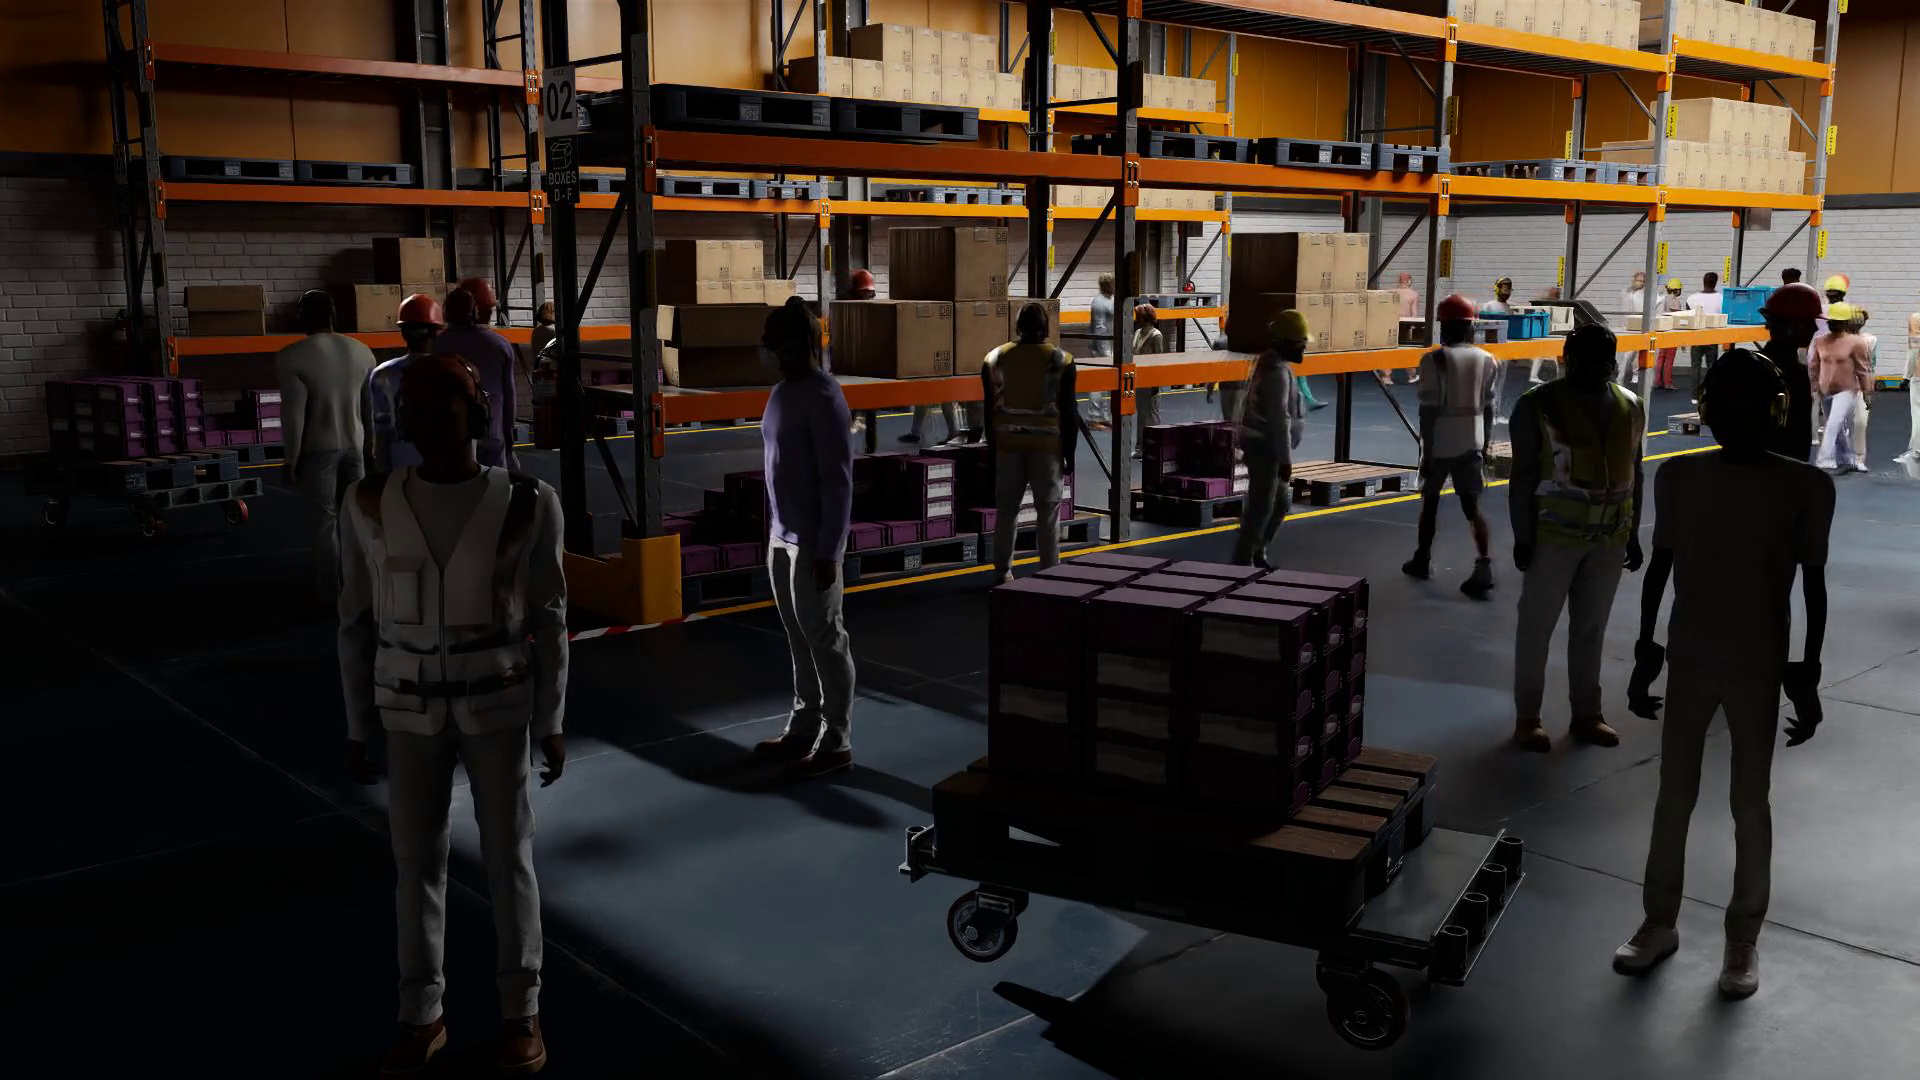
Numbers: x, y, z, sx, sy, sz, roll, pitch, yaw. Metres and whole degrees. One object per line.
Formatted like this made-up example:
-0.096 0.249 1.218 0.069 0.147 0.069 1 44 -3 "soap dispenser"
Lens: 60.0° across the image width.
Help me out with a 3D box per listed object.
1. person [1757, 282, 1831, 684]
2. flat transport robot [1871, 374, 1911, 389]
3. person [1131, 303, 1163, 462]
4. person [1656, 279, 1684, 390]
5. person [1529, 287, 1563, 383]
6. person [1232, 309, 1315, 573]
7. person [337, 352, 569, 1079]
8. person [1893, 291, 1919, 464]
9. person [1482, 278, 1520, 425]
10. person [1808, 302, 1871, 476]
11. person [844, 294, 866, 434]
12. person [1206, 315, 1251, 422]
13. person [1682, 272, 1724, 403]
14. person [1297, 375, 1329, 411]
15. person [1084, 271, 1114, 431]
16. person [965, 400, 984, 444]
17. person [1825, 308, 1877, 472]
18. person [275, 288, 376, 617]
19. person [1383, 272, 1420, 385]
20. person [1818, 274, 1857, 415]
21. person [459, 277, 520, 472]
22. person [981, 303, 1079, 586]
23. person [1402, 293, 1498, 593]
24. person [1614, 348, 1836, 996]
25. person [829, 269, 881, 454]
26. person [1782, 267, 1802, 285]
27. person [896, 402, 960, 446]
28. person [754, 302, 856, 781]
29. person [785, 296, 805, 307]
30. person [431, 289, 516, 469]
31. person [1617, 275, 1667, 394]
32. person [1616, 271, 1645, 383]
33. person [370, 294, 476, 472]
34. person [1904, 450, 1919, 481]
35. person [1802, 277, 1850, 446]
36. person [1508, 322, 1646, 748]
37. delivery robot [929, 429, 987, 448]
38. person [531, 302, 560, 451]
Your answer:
4.088 -0.288 8.359 0.396 1.992 0.622 0 10 1 "person"
14.893 -2.529 26.518 1.431 0.197 0.652 1 10 8 "flat transport robot"
1.934 -1.627 17.244 0.314 1.639 0.514 -4 10 -22 "person"
11.307 -3.265 26.462 0.313 1.769 0.523 -1 10 -8 "person"
9.928 -3.400 27.717 0.841 1.592 0.527 0 10 3 "person"
1.998 -0.588 10.709 0.536 1.790 0.612 2 10 10 "person"
-1.299 0.463 4.295 0.575 1.883 0.355 -1 10 -7 "person"
9.867 -1.723 16.959 0.587 1.927 0.364 -3 10 -15 "person"
6.837 -2.371 21.069 0.545 1.876 0.541 -4 10 -22 "person"
8.326 -1.407 15.781 0.996 1.701 0.546 -5 11 -29 "person"
-1.229 -2.100 19.869 0.653 1.673 0.557 -9 13 -44 "person"
2.733 -1.496 16.626 0.513 1.588 0.835 5 11 28 "person"
10.791 -2.922 24.077 0.632 1.896 0.490 4 11 23 "person"
4.540 -2.576 22.586 0.933 1.715 0.531 2 10 11 "person"
1.755 -2.307 20.377 0.478 1.935 0.696 2 10 13 "person"
0.317 -1.318 14.646 0.701 1.913 0.553 6 11 32 "person"
8.778 -1.473 16.411 0.518 1.612 0.692 2 10 11 "person"
-3.729 -0.513 9.845 0.354 1.936 0.635 7 12 35 "person"
7.296 -3.482 27.465 0.655 1.853 0.988 8 12 39 "person"
11.486 -2.546 21.924 0.545 1.892 1.012 3 10 17 "person"
-3.353 -0.855 11.711 0.449 1.975 0.649 0 10 -3 "person"
0.451 -0.582 10.571 0.622 1.835 0.430 3 10 16 "person"
3.178 -0.621 10.624 0.561 1.895 0.978 -2 10 -11 "person"
2.219 0.379 4.826 0.530 1.869 0.311 7 12 37 "person"
-1.000 -1.619 16.153 0.624 2.014 0.976 -3 10 -19 "person"
11.690 -2.879 23.612 0.362 1.963 0.613 1 10 8 "person"
-0.364 -1.901 18.400 0.870 1.783 0.617 0 10 -2 "person"
-0.632 0.006 6.803 0.366 1.938 0.630 -5 11 -25 "person"
-1.863 -1.886 18.620 0.533 1.687 0.320 9 13 42 "person"
-3.324 -0.736 11.262 0.636 1.902 0.406 -7 12 -34 "person"
10.516 -3.194 25.603 0.630 1.915 0.444 6 11 32 "person"
11.262 -3.530 27.715 0.663 1.867 0.656 7 12 34 "person"
-2.844 -0.343 8.901 0.544 1.926 0.379 1 10 3 "person"
9.072 -1.300 15.131 0.634 1.703 0.494 7 12 36 "person"
9.837 -2.017 18.803 0.592 1.883 0.960 9 13 41 "person"
2.685 -0.017 7.220 0.622 1.845 0.429 -2 10 -10 "person"
0.046 -0.764 15.084 0.477 0.478 0.707 8 13 40 "delivery robot"
-4.500 -1.788 18.226 0.496 1.629 0.277 8 13 41 "person"
